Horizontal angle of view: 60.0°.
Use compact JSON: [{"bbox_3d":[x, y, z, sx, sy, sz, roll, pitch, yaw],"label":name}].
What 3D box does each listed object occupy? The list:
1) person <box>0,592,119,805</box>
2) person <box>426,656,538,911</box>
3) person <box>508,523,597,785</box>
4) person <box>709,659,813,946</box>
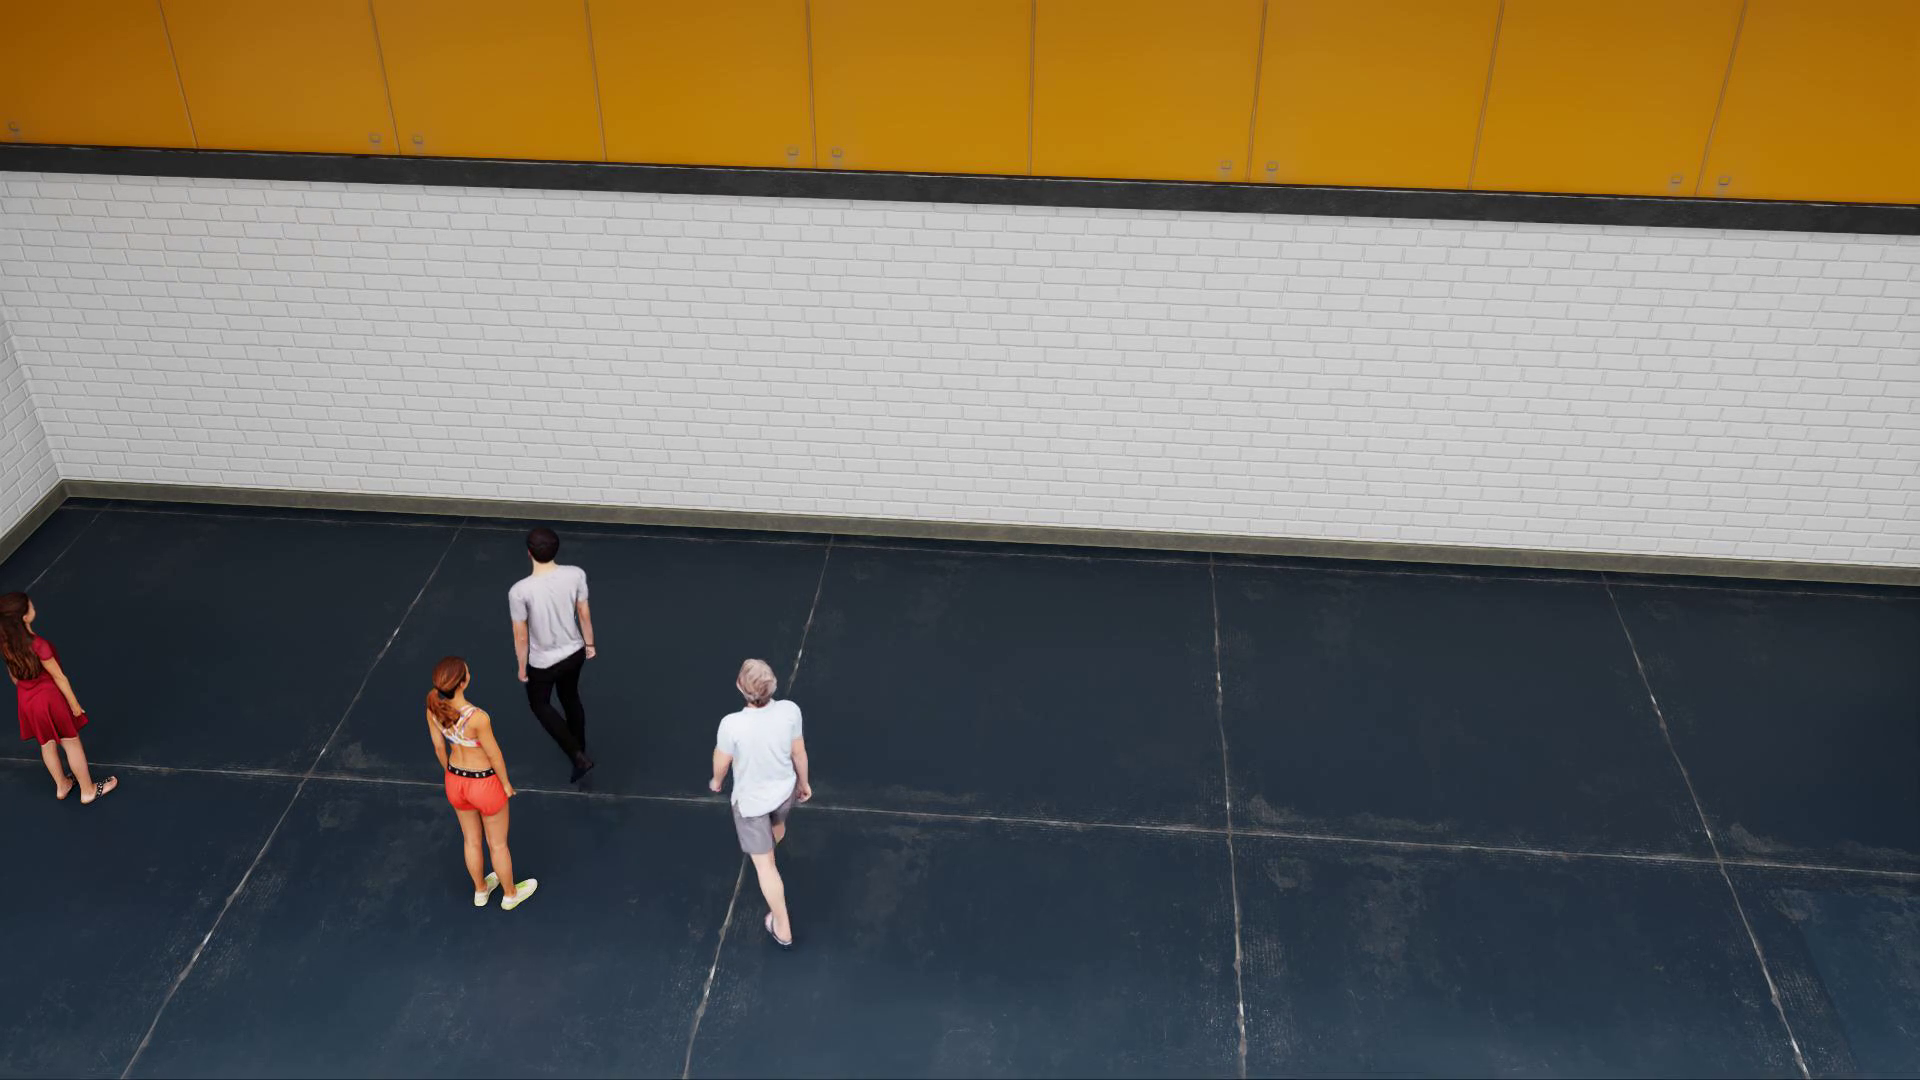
[{"bbox_3d":[-5.693,0.980,10.350,0.590,1.553,0.645,8,35,12],"label":"person"},{"bbox_3d":[-2.771,1.402,9.501,0.618,1.791,0.629,10,35,15],"label":"person"},{"bbox_3d":[-2.499,0.771,10.398,0.946,1.849,1.007,-24,40,-31],"label":"person"},{"bbox_3d":[-1.069,1.512,9.338,1.072,1.789,1.241,-18,38,-25],"label":"person"}]
